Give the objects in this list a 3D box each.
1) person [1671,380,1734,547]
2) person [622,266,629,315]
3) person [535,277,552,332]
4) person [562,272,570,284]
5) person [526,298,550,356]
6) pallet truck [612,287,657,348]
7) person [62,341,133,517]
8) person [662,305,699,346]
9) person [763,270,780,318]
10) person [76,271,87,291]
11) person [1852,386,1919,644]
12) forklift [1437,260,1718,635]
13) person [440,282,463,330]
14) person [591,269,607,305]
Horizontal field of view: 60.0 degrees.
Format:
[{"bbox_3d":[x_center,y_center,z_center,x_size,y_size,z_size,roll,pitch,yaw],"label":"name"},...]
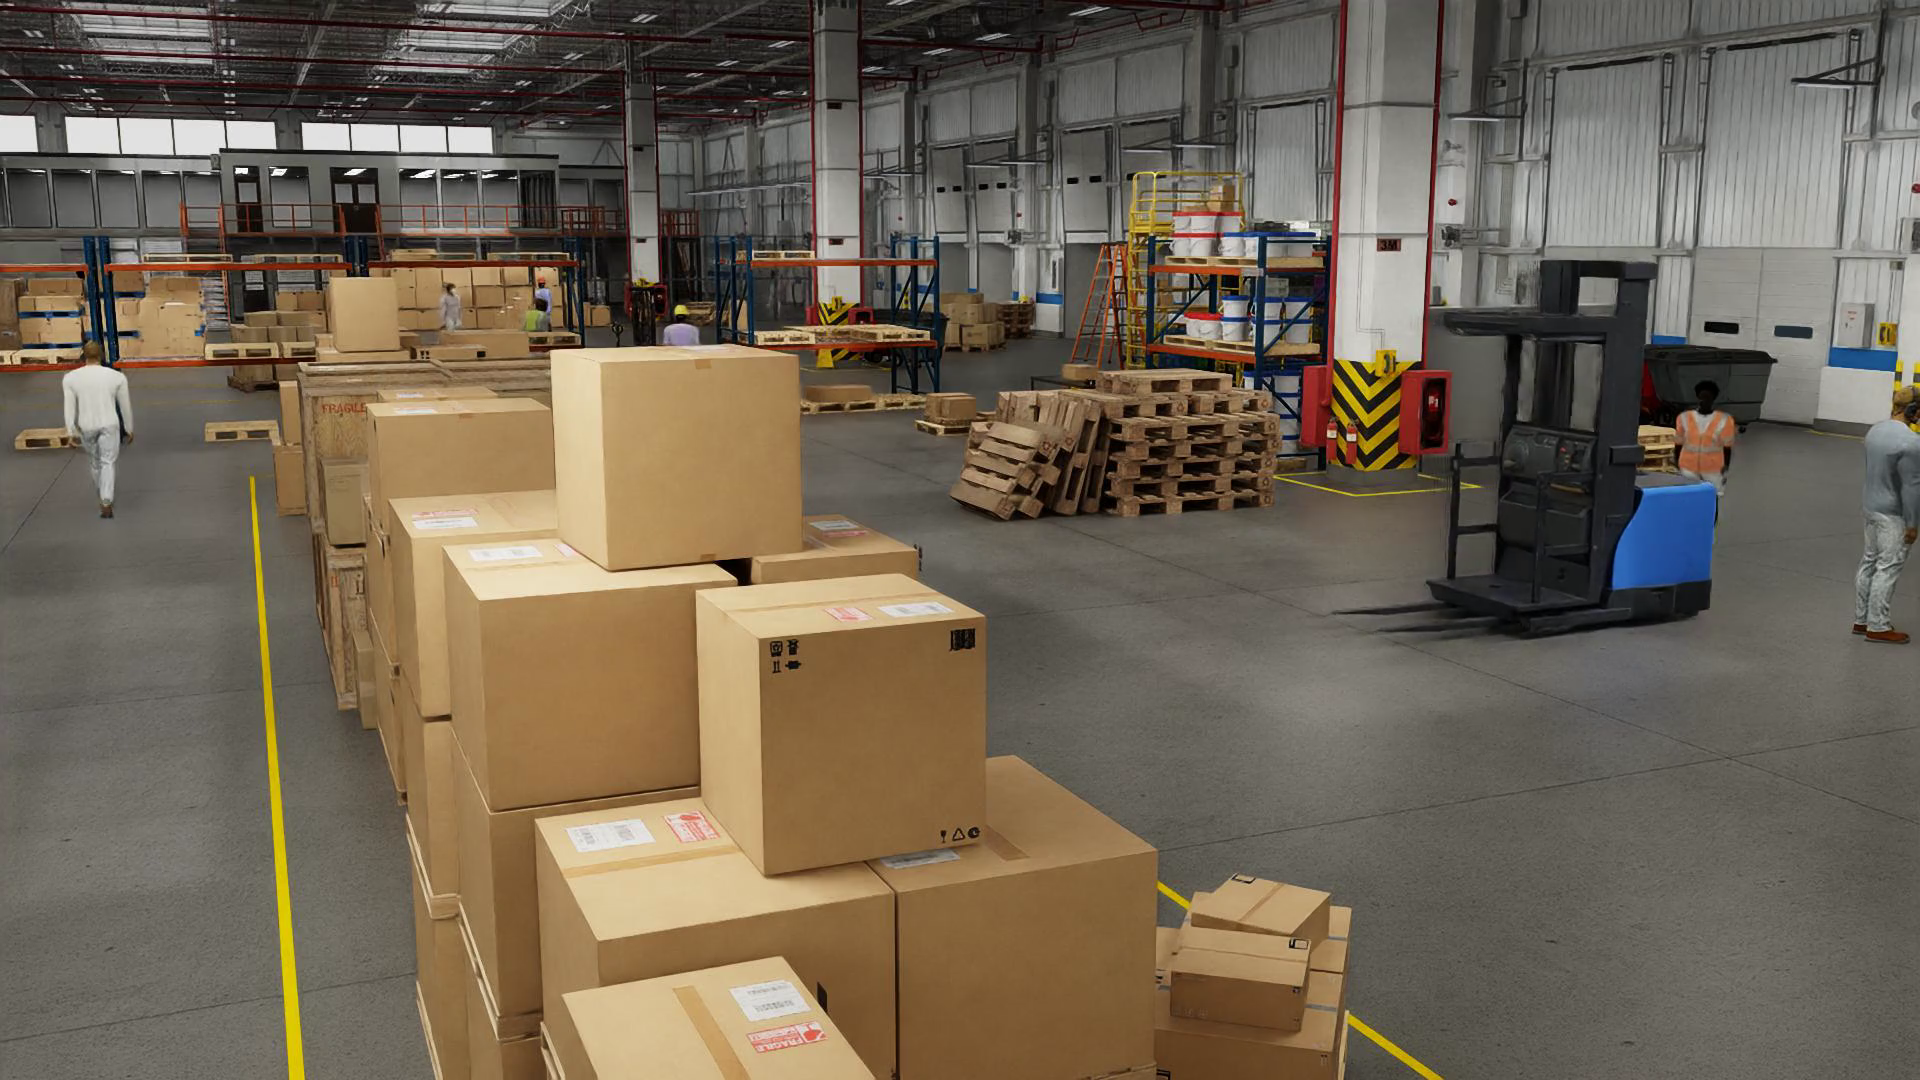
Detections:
[{"bbox_3d":[7.024,-0.683,15.767,0.534,1.687,0.402,6,12,31],"label":"person"},{"bbox_3d":[-12.905,-9.745,64.989,0.609,1.940,0.413,2,10,12],"label":"person"},{"bbox_3d":[-11.604,-6.351,46.287,0.355,1.938,0.545,7,12,33],"label":"person"},{"bbox_3d":[-14.978,-9.330,63.243,0.294,1.744,0.487,2,11,12],"label":"person"},{"bbox_3d":[-8.408,-3.908,33.196,0.665,1.806,0.470,7,12,34],"label":"person"},{"bbox_3d":[-6.464,-4.406,35.401,0.823,1.965,1.885,6,12,32],"label":"pallet truck"},{"bbox_3d":[-9.329,-1.203,18.025,0.645,1.910,0.971,-4,11,-20],"label":"person"},{"bbox_3d":[-4.668,-2.963,27.735,0.593,1.896,0.815,-4,11,-21],"label":"person"},{"bbox_3d":[-7.090,-9.222,62.444,0.759,1.814,0.647,2,11,12],"label":"person"},{"bbox_3d":[-28.943,-7.917,54.837,0.613,1.964,0.361,10,14,43],"label":"person"},{"bbox_3d":[6.920,-0.184,12.347,0.391,1.928,0.636,0,10,0],"label":"person"},{"bbox_3d":[4.931,-0.797,13.079,1.873,2.768,1.129,-4,11,-22],"label":"forklift"},{"bbox_3d":[-12.416,-5.332,40.706,0.436,1.924,0.649,6,12,28],"label":"person"},{"bbox_3d":[-13.186,-8.943,60.749,0.611,1.870,0.415,2,10,9],"label":"person"}]
